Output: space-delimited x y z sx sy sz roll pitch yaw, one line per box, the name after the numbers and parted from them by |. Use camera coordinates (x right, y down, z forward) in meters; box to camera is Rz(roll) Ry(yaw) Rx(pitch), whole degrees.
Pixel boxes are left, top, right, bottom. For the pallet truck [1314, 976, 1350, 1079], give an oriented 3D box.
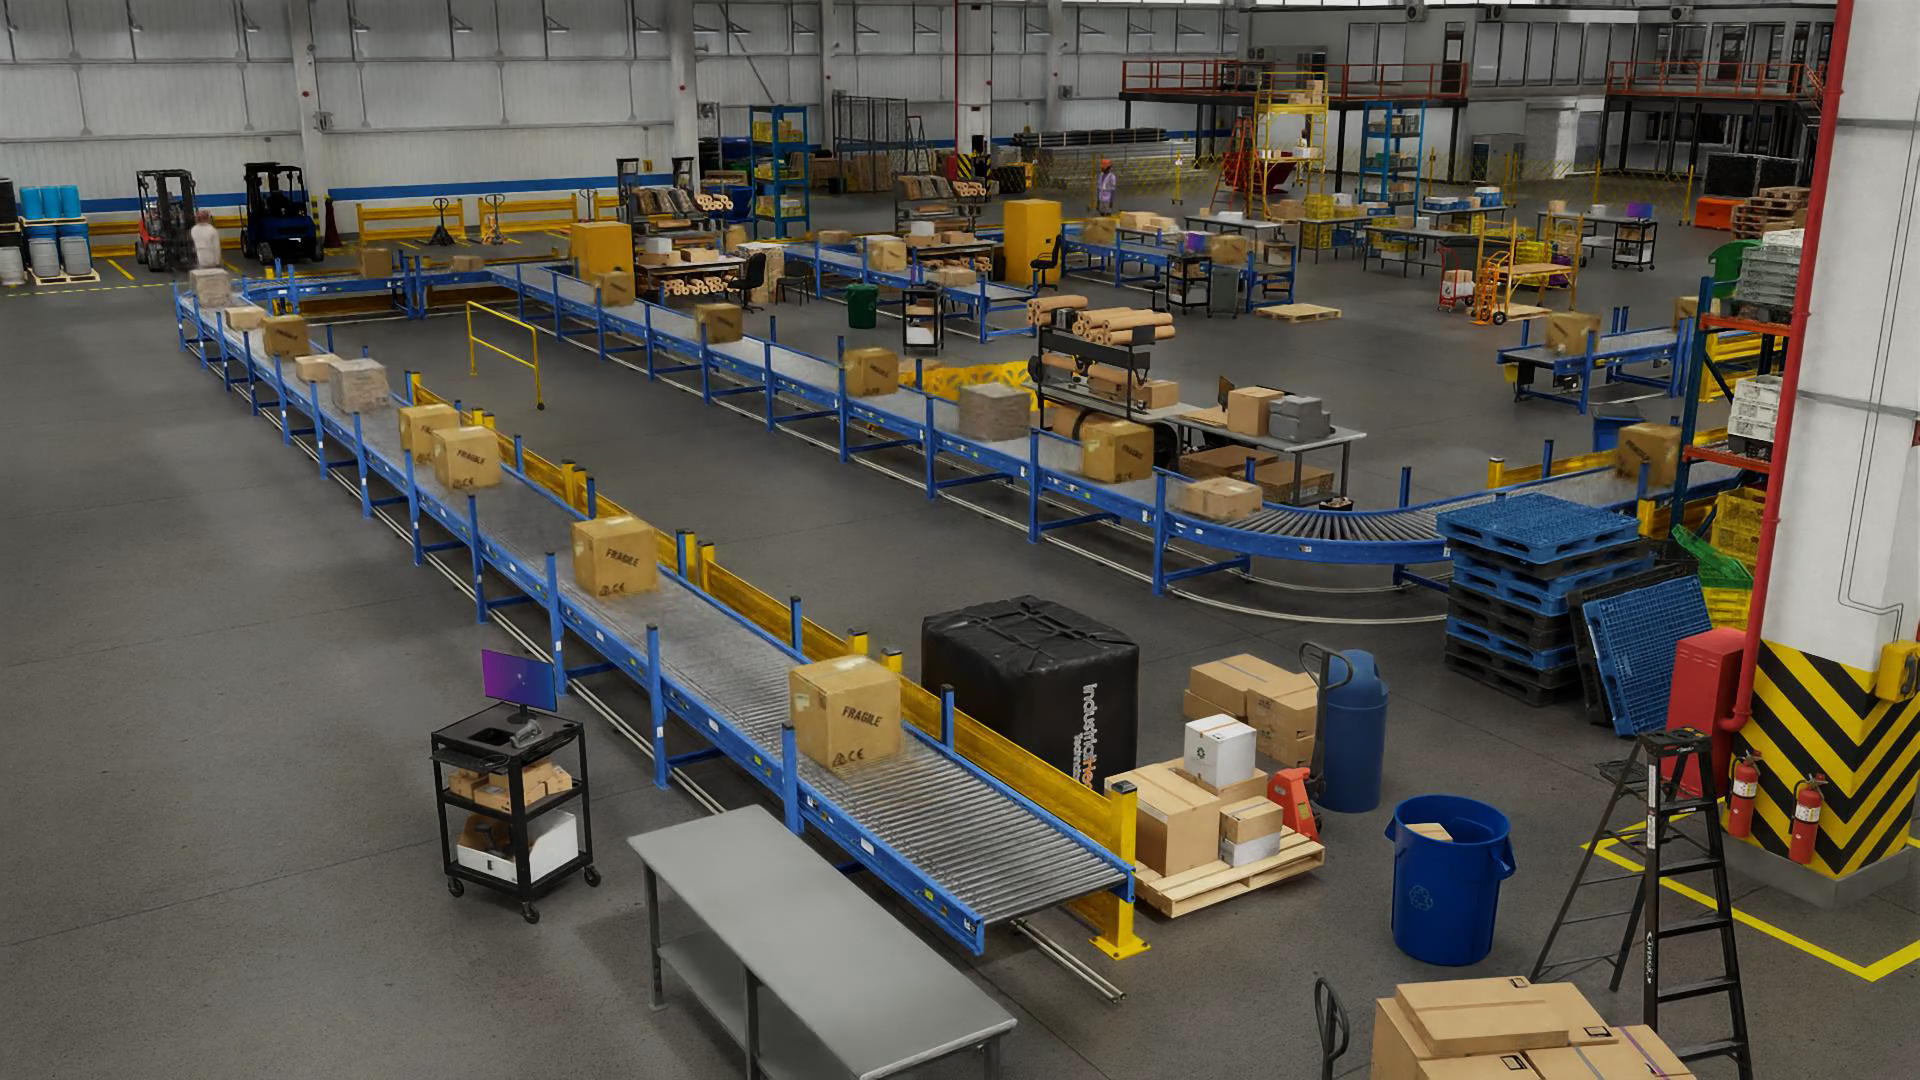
2.299 2.390 7.086 1.601 1.201 0.680 -2 17 -7 | pallet truck

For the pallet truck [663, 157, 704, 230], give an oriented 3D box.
-7.586 -9.308 44.692 0.823 1.965 1.885 -11 20 -33 | pallet truck

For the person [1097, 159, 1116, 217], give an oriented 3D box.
3.746 -8.792 42.891 0.365 2.048 0.608 -12 20 -34 | person

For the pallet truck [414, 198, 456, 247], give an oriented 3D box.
-13.250 -8.060 41.856 0.680 1.201 1.601 -10 20 -31 | pallet truck

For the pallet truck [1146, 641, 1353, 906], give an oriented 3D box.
1.664 1.407 10.232 1.630 1.274 0.653 -10 20 -31 | pallet truck

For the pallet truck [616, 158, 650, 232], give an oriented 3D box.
-8.918 -9.176 44.255 0.823 1.965 1.885 -9 19 -27 | pallet truck

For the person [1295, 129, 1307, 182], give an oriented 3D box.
12.345 -13.862 60.040 0.337 1.882 0.583 11 20 31 | person

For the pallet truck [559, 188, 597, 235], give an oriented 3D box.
-10.010 -8.652 43.699 0.653 1.274 1.630 -10 20 -31 | pallet truck

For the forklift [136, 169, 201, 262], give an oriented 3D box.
-17.842 -7.318 37.559 1.157 1.987 2.680 -10 20 -31 | forklift

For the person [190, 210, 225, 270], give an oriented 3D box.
-14.337 -5.341 31.708 0.647 1.876 0.849 5 17 15 | person

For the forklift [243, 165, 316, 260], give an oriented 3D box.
-15.898 -7.669 38.708 1.157 1.987 2.680 -11 20 -33 | forklift

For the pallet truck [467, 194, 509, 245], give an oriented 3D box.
-11.983 -8.177 42.137 0.704 1.261 1.522 -11 20 -33 | pallet truck
